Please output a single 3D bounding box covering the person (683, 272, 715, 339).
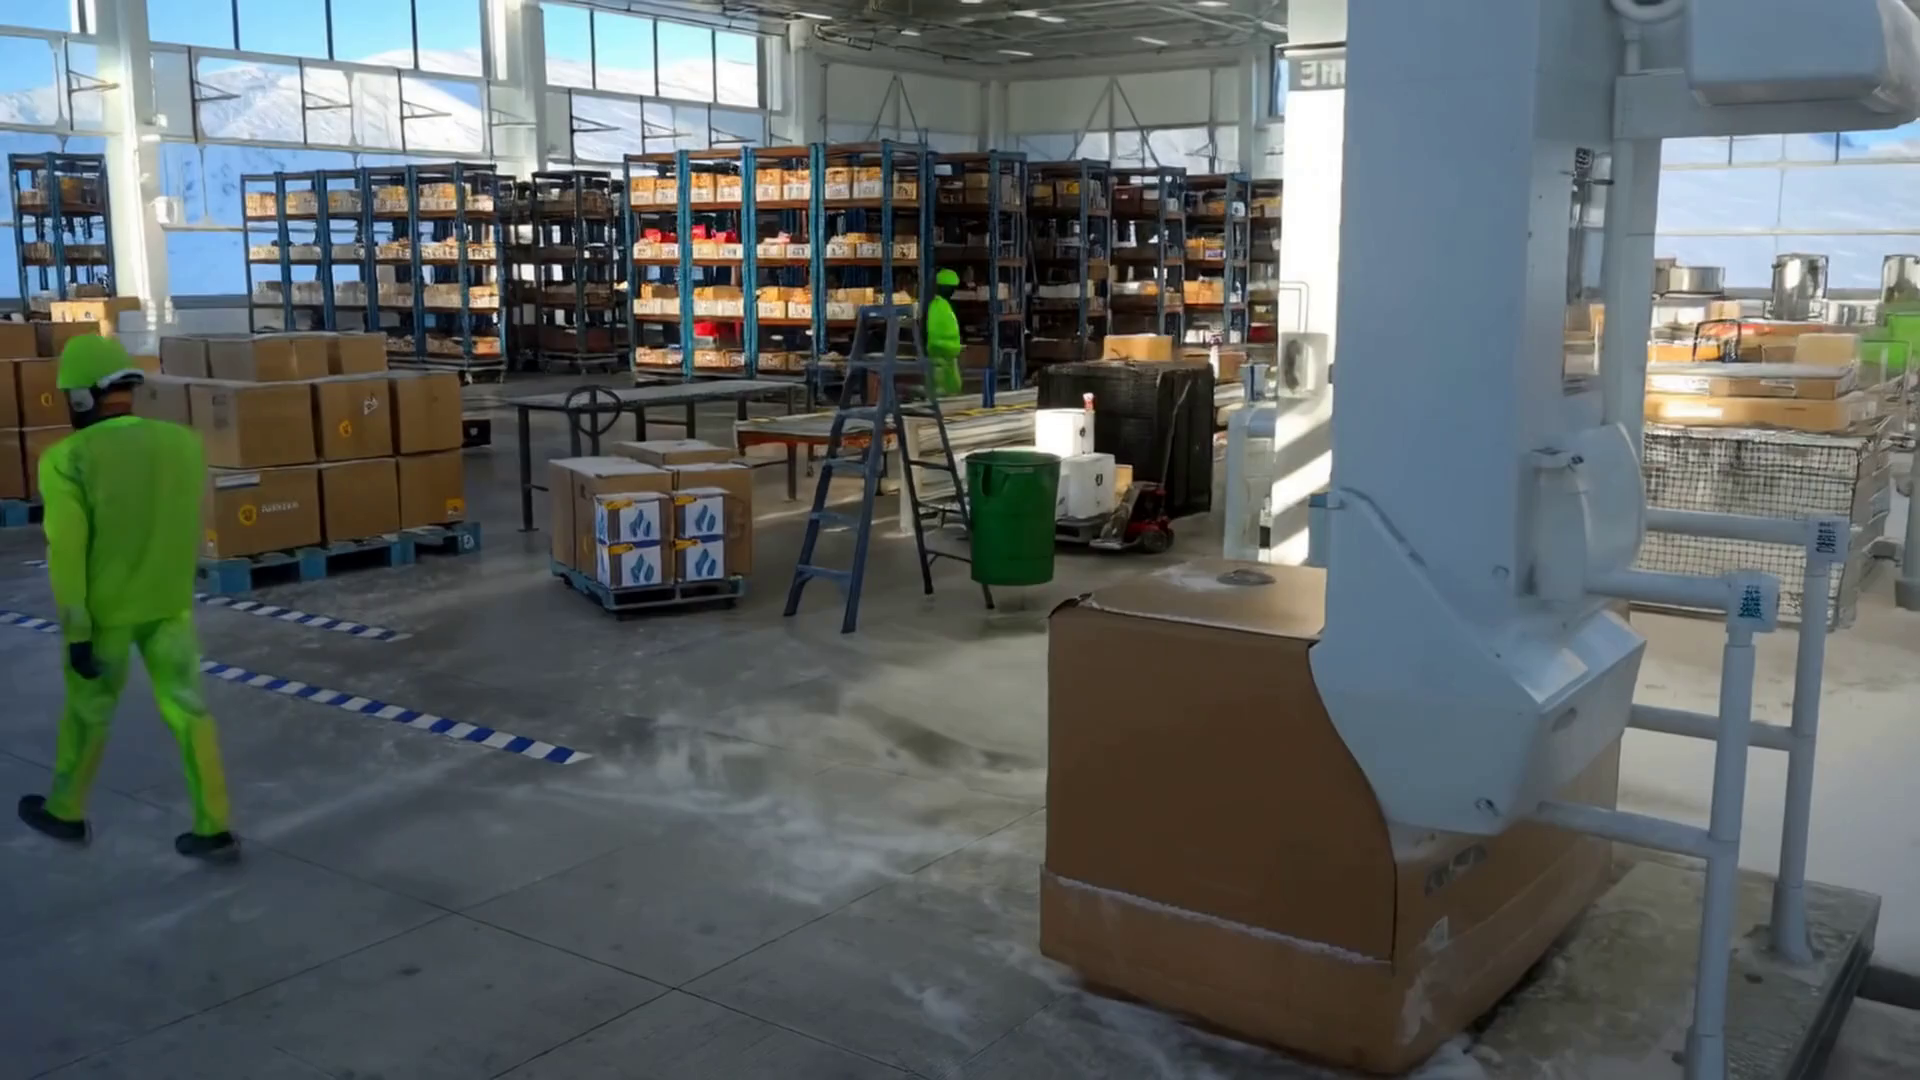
[{"bbox_3d":[-4.625,-3.817,29.409,0.590,1.827,0.404,-3,10,-16],"label":"person"}]

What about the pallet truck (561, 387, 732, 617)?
[{"bbox_3d":[-1.981,-0.274,10.088,0.680,1.201,1.601,-5,11,-28],"label":"pallet truck"}]

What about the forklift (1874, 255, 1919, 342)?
[{"bbox_3d":[22.089,-5.634,38.796,1.157,1.987,2.680,6,11,33],"label":"forklift"}]

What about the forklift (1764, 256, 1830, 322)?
[{"bbox_3d":[20.253,-5.854,40.139,1.157,1.987,2.680,7,12,35],"label":"forklift"}]

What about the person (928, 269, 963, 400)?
[{"bbox_3d":[-0.179,-2.036,18.487,0.667,1.926,0.628,1,10,9],"label":"person"}]

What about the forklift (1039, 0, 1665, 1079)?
[{"bbox_3d":[1.249,-0.137,4.360,1.873,2.768,1.129,7,12,35],"label":"forklift"}]

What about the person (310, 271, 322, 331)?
[{"bbox_3d":[-12.099,-4.189,31.585,0.564,1.839,0.390,4,10,21],"label":"person"}]

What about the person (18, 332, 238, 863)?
[{"bbox_3d":[-2.841,0.199,5.630,0.894,1.784,0.585,7,12,34],"label":"person"}]

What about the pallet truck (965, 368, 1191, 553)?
[{"bbox_3d":[0.845,-0.609,11.869,1.630,1.274,0.653,7,12,35],"label":"pallet truck"}]
